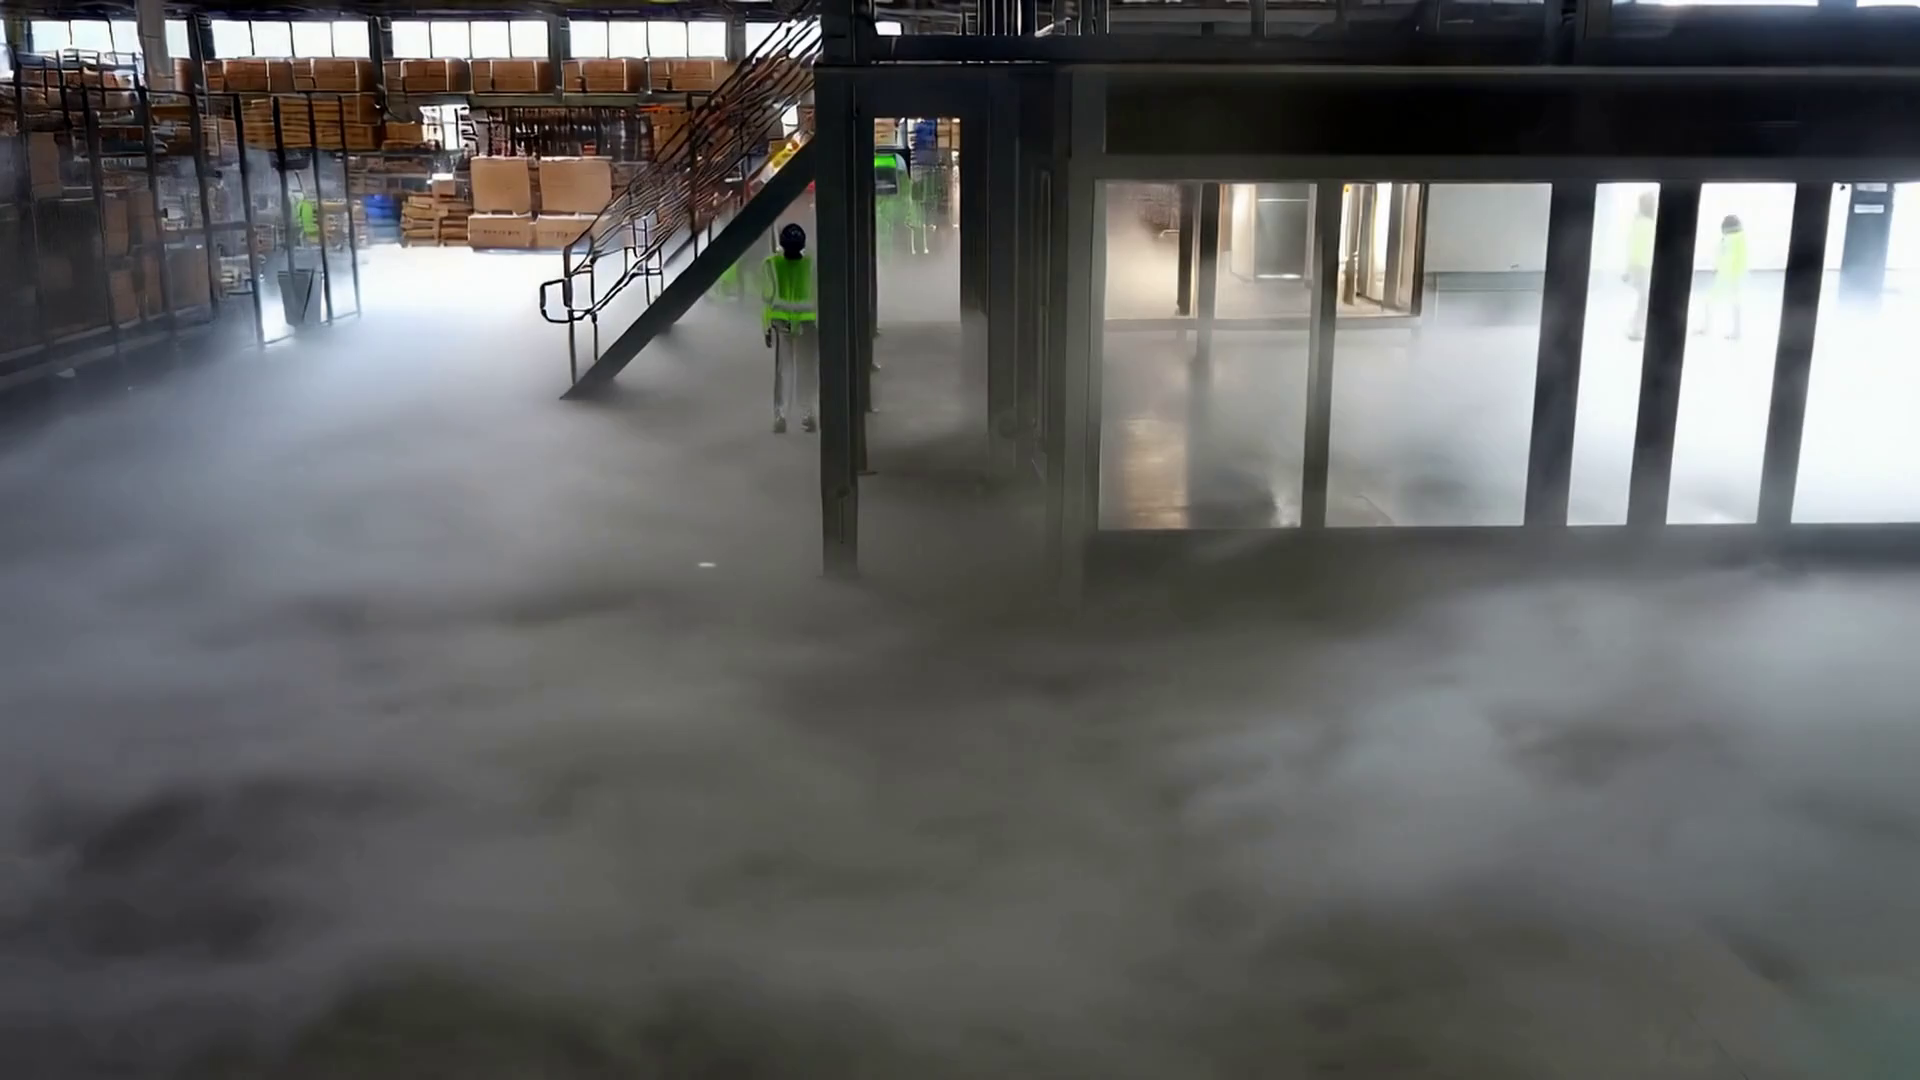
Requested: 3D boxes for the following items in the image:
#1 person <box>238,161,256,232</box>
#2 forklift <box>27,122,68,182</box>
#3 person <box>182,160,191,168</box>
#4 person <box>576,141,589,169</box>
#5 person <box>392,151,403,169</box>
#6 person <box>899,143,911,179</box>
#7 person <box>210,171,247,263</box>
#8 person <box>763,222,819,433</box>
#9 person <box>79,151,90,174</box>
[{"bbox_3d":[-16.054,-7.580,37.479,0.361,1.964,0.614,-7,16,-25],"label":"person"},{"bbox_3d":[-35.376,-14.773,64.377,1.129,2.768,1.873,-1,14,-2],"label":"forklift"},{"bbox_3d":[-30.568,-14.516,65.654,0.523,1.743,0.752,10,17,35],"label":"person"},{"bbox_3d":[-18.209,-18.244,80.197,0.645,1.913,0.866,-1,14,-5],"label":"person"},{"bbox_3d":[-28.015,-18.845,82.777,0.591,1.833,0.404,3,14,13],"label":"person"},{"bbox_3d":[-2.620,-19.238,84.414,0.944,1.809,0.575,-2,14,-9],"label":"person"},{"bbox_3d":[-14.644,-6.368,32.914,0.873,1.839,0.519,4,15,17],"label":"person"},{"bbox_3d":[-1.475,-1.899,14.947,0.575,1.882,0.359,0,14,0],"label":"person"},{"bbox_3d":[-36.476,-15.429,69.483,0.542,1.646,0.866,-8,16,-30],"label":"person"}]
